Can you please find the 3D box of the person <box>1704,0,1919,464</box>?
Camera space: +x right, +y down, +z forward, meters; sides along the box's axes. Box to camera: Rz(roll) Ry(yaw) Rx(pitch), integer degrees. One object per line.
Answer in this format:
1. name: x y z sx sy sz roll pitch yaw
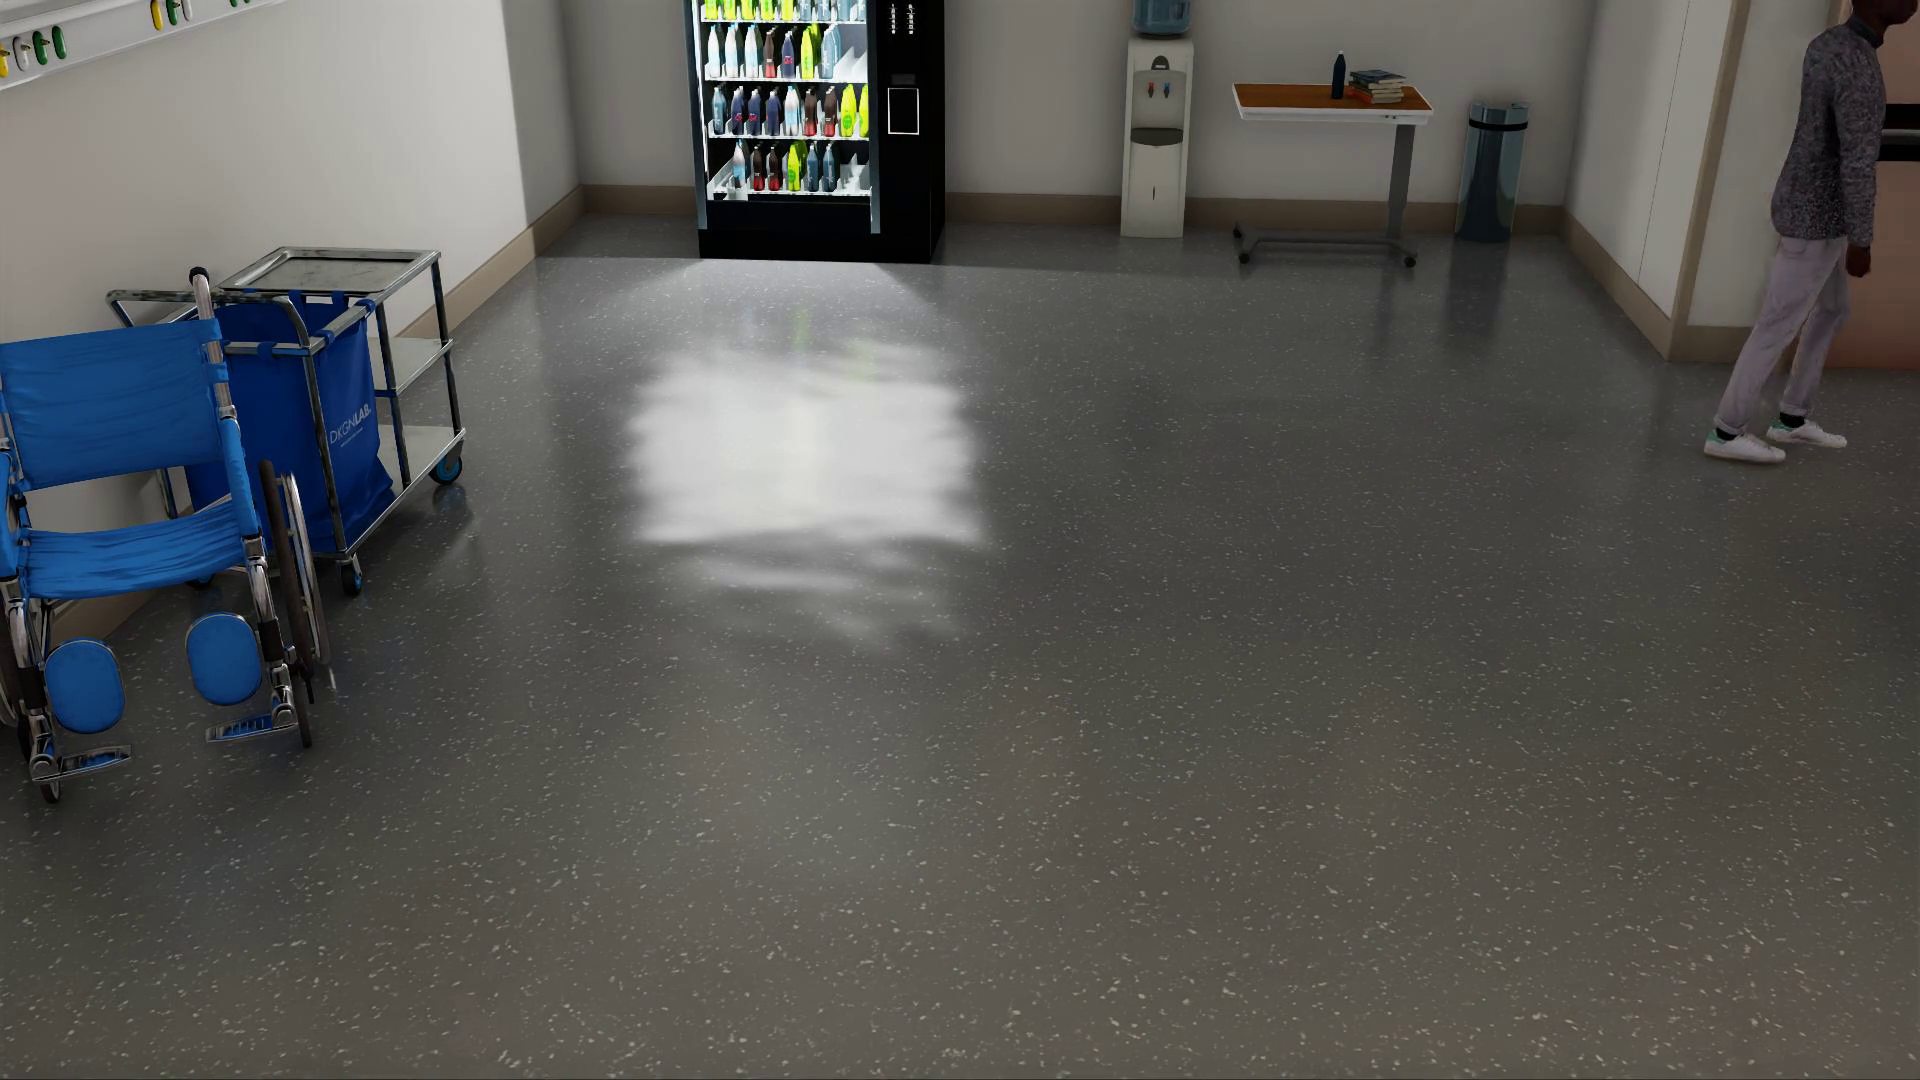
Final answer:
1. person: 2.946 -1.144 5.936 0.810 1.821 0.797 7 27 14
